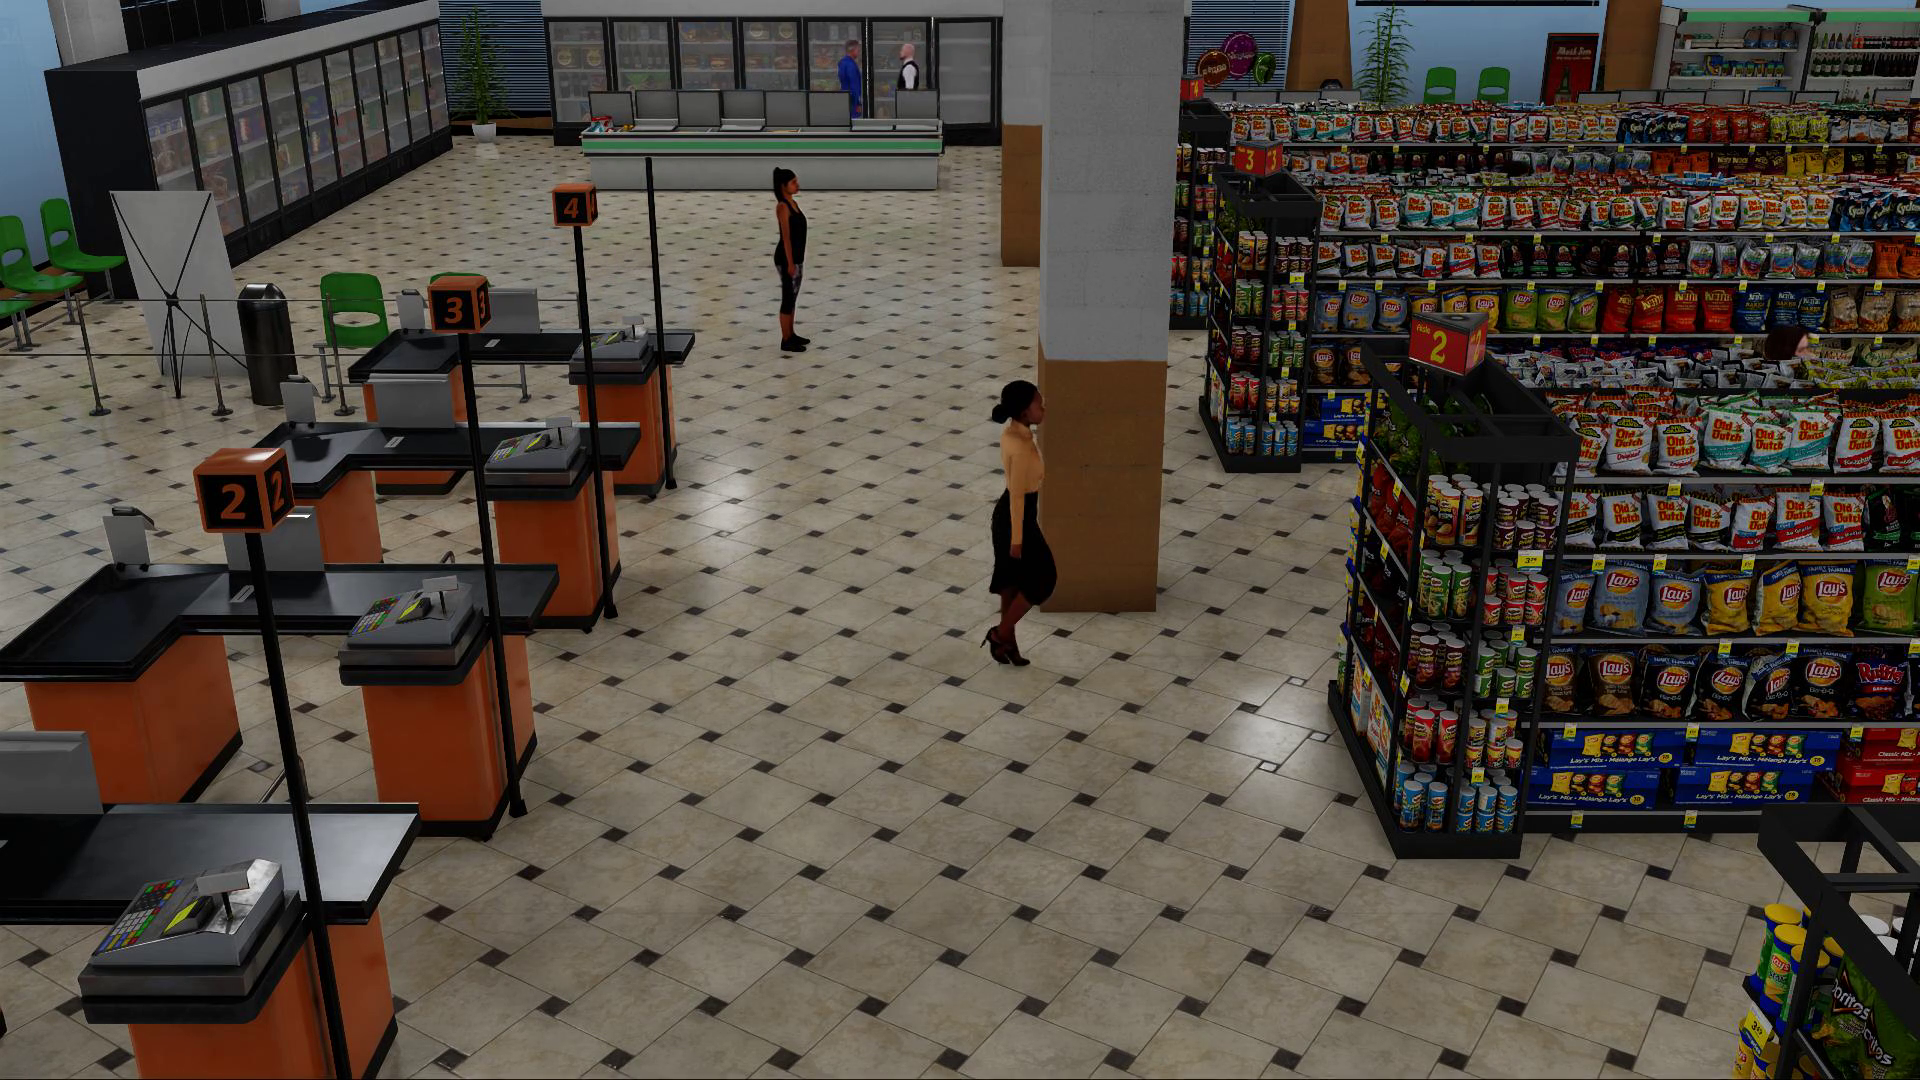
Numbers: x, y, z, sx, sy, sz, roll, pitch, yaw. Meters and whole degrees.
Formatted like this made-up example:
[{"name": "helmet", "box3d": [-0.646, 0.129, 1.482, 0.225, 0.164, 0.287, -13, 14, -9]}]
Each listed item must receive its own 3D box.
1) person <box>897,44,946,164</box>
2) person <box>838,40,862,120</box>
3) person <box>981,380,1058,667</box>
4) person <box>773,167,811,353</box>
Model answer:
[{"name": "person", "box3d": [-0.665, -6.292, 24.296, 1.138, 1.793, 0.715, -1, 22, -2]}, {"name": "person", "box3d": [-1.728, -6.535, 24.887, 1.012, 1.802, 0.897, -6, 23, -16]}, {"name": "person", "box3d": [0.231, -0.058, 8.976, 0.657, 1.647, 0.615, -3, 22, -8]}, {"name": "person", "box3d": [-1.563, -2.575, 15.223, 0.535, 1.659, 0.598, 2, 22, 6]}]
